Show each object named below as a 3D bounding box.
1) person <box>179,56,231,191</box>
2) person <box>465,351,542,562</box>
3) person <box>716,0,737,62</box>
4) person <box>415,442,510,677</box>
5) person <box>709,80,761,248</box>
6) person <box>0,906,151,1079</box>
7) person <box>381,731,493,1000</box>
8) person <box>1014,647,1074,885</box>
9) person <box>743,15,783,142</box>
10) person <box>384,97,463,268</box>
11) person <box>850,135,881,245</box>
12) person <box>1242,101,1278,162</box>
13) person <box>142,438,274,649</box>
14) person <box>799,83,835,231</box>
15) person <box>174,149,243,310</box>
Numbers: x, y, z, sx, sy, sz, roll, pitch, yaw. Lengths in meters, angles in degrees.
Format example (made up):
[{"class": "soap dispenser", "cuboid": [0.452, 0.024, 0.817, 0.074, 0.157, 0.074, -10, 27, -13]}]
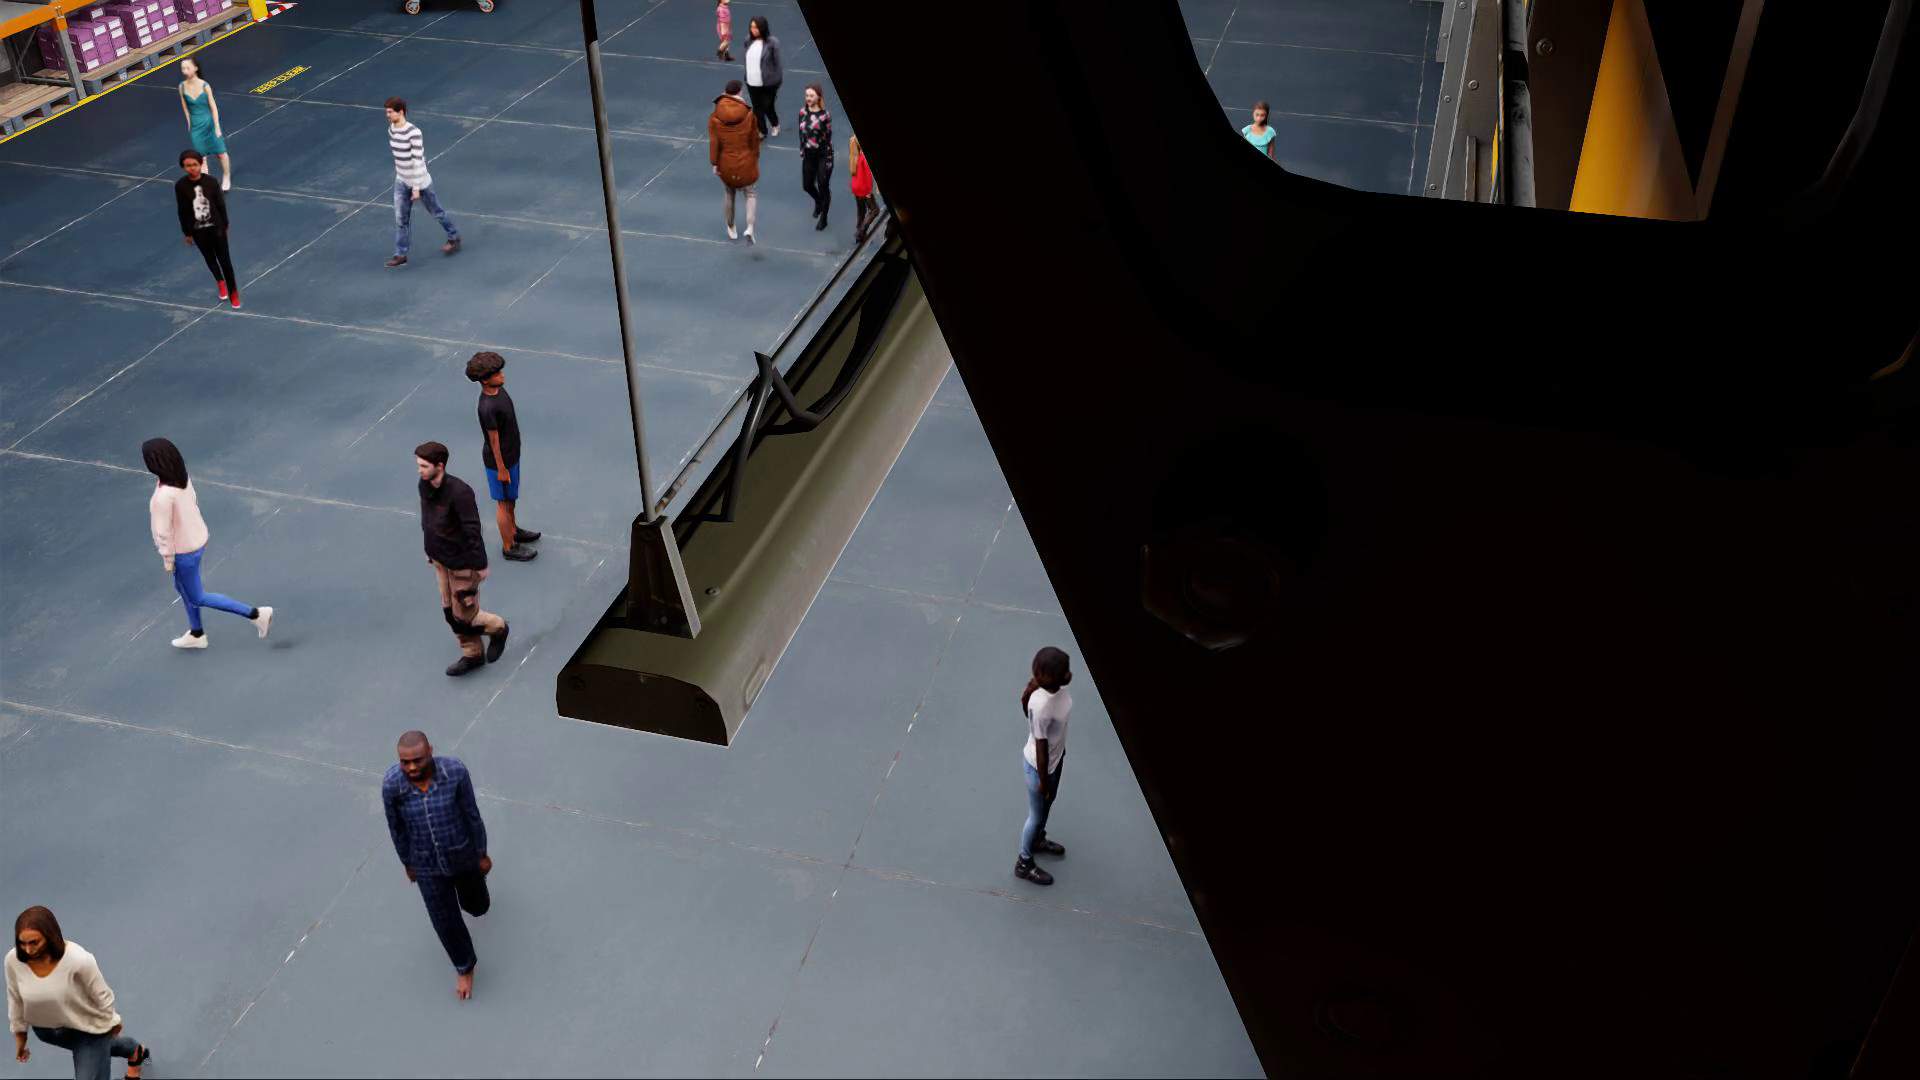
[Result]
[{"class": "person", "cuboid": [-8.835, -4.856, 19.567, 0.785, 1.649, 1.067, -1, 34, -2]}, {"class": "person", "cuboid": [-3.628, -0.679, 13.149, 0.751, 1.797, 0.616, -3, 34, -5]}, {"class": "person", "cuboid": [-3.438, -7.405, 23.971, 0.529, 1.019, 0.457, 4, 34, 6]}, {"class": "person", "cuboid": [-3.519, 0.117, 11.846, 0.839, 1.913, 0.883, 21, 39, 29]}, {"class": "person", "cuboid": [-2.426, -4.091, 18.266, 0.902, 1.813, 1.106, -4, 34, -6]}, {"class": "person", "cuboid": [-4.533, 2.444, 8.594, 0.732, 1.637, 1.115, 3, 34, 5]}, {"class": "person", "cuboid": [-2.924, 1.749, 9.484, 0.932, 1.809, 1.060, -8, 34, -12]}, {"class": "person", "cuboid": [0.516, 1.353, 10.162, 0.636, 1.718, 0.462, 10, 35, 15]}, {"class": "person", "cuboid": [-2.484, -5.874, 21.156, 0.702, 1.585, 0.729, 12, 35, 18]}, {"class": "person", "cuboid": [-5.811, -3.879, 17.959, 0.852, 1.802, 1.261, 18, 38, 25]}, {"class": "person", "cuboid": [-1.122, -3.873, 18.424, 0.655, 1.275, 0.595, -17, 37, -24]}, {"class": "person", "cuboid": [3.338, -4.174, 18.640, 0.625, 1.539, 1.025, 12, 35, 17]}, {"class": "person", "cuboid": [-5.517, 0.075, 12.067, 0.938, 1.738, 1.062, -4, 34, -6]}, {"class": "person", "cuboid": [-1.568, -4.360, 18.800, 0.605, 1.672, 0.680, 12, 36, 18]}, {"class": "person", "cuboid": [-7.766, -3.237, 17.134, 0.925, 1.645, 1.039, -12, 35, -17]}]
